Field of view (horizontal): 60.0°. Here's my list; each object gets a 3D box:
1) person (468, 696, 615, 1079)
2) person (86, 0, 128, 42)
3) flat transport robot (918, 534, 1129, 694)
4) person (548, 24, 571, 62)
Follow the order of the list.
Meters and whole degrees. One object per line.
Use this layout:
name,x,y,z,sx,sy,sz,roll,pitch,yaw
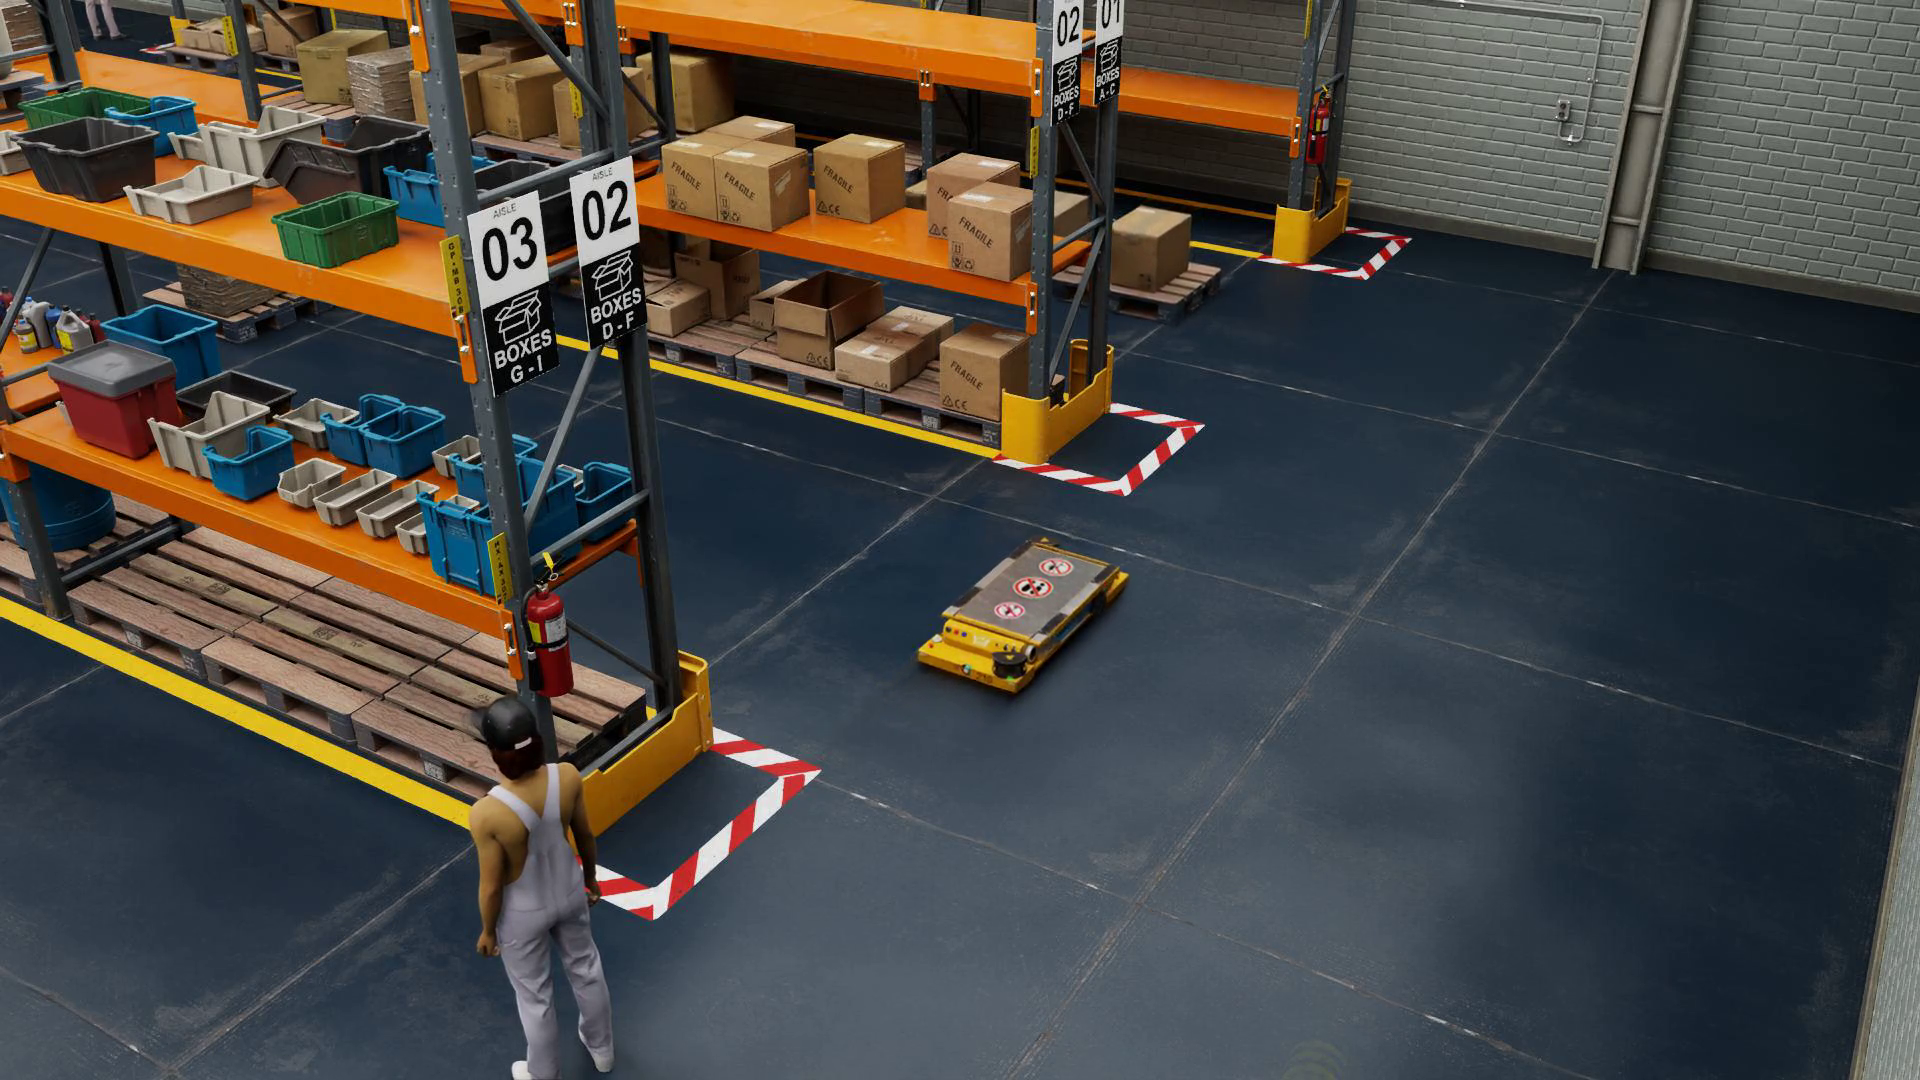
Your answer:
person,-1.663,1.393,6.497,0.535,1.860,0.388,-25,38,-37
person,-12.114,-7.911,23.226,0.580,1.831,0.452,5,29,8
flat transport robot,0.401,0.413,9.893,0.659,0.231,1.431,16,33,27
person,-4.013,-4.478,17.210,0.532,1.690,0.322,13,32,22
